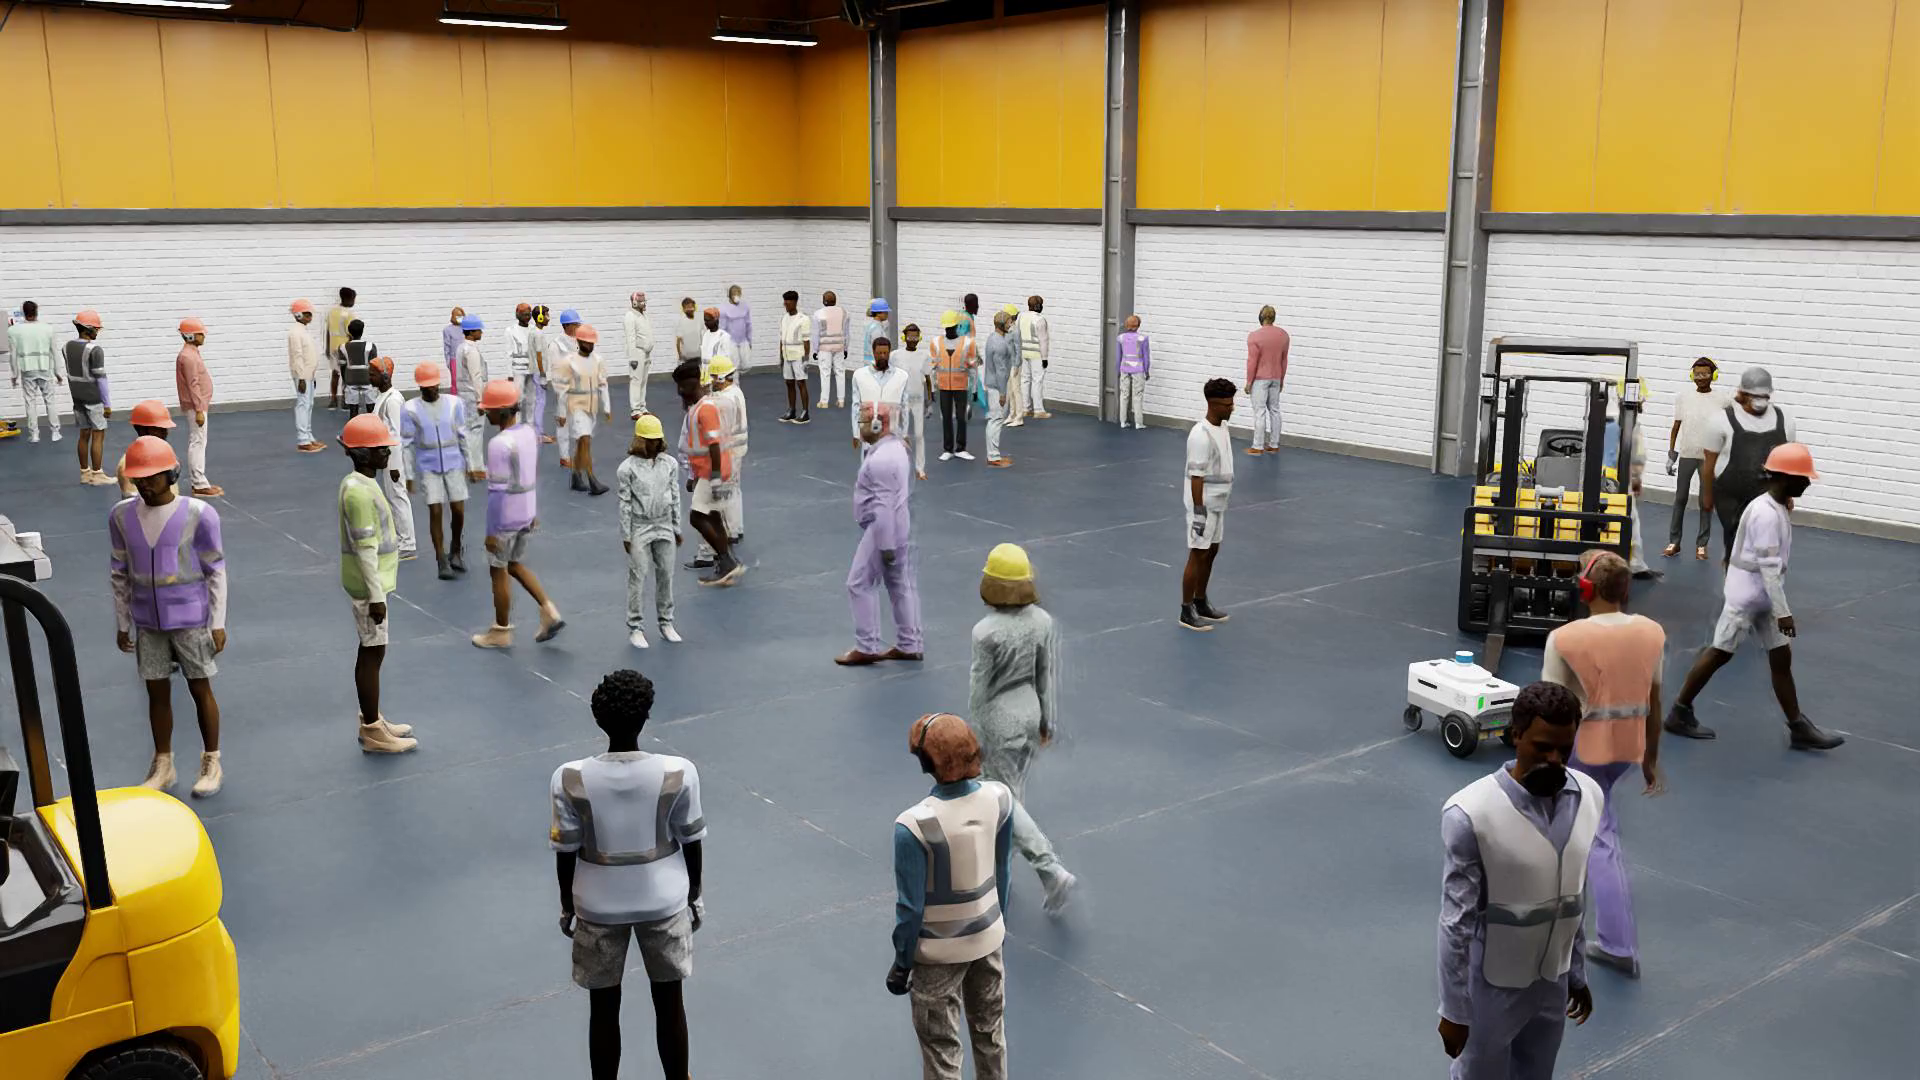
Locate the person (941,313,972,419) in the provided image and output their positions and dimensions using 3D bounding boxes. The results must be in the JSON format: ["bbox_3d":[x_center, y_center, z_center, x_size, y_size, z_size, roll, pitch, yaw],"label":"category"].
[{"bbox_3d":[-0.001,-2.574,24.684,0.526,1.614,0.658,-10,16,-41],"label":"person"}]

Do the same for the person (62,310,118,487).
[{"bbox_3d":[-9.972,-1.622,19.111,0.617,2.028,0.409,6,13,26],"label":"person"}]

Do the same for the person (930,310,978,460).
[{"bbox_3d":[-0.079,-1.933,20.903,0.611,1.911,0.459,3,12,14],"label":"person"}]

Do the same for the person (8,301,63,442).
[{"bbox_3d":[-12.552,-2.280,22.591,0.644,1.911,0.404,-6,13,-27],"label":"person"}]

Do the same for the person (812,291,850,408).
[{"bbox_3d":[-2.041,-2.997,26.190,0.626,1.846,0.429,-6,13,-26],"label":"person"}]

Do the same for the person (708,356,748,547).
[{"bbox_3d":[-2.228,-0.846,15.864,0.403,1.819,0.601,0,12,1],"label":"person"}]

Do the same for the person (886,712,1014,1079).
[{"bbox_3d":[-0.026,1.370,5.593,0.514,1.639,0.310,-11,16,-42],"label":"person"}]

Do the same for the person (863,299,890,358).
[{"bbox_3d":[-1.317,-2.883,25.904,0.489,1.736,0.351,-9,15,-38],"label":"person"}]

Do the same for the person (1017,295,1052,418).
[{"bbox_3d":[1.131,-2.756,25.028,0.429,1.844,0.622,-8,14,-34],"label":"person"}]

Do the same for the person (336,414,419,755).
[{"bbox_3d":[-3.503,0.261,9.966,0.381,2.045,0.605,-4,13,-21],"label":"person"}]

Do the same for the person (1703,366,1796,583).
[{"bbox_3d":[6.319,-0.449,13.402,0.685,2.000,0.886,0,12,2],"label":"person"}]

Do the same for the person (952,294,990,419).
[{"bbox_3d":[0.203,-2.735,24.851,0.965,1.872,0.598,-1,12,-3],"label":"person"}]

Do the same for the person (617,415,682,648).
[{"bbox_3d":[-2.278,-0.066,12.302,0.480,1.733,0.334,-9,15,-38],"label":"person"}]

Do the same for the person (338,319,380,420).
[{"bbox_3d":[-7.982,-2.087,22.152,0.533,1.697,0.318,-2,12,-8],"label":"person"}]

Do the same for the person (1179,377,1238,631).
[{"bbox_3d":[1.922,-0.283,12.815,0.390,1.956,0.611,6,13,25],"label":"person"}]

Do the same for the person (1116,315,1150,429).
[{"bbox_3d":[2.471,-2.402,23.837,0.518,1.632,0.313,7,14,31],"label":"person"}]

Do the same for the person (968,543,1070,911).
[{"bbox_3d":[0.274,0.871,7.817,0.491,1.721,0.741,-10,16,-41],"label":"person"}]

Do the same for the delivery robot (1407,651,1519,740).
[{"bbox_3d":[3.068,0.922,10.164,0.477,0.478,0.707,-5,13,-24],"label":"delivery robot"}]

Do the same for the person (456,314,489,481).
[{"bbox_3d":[-5.704,-1.670,19.528,0.391,1.948,0.605,-7,14,-30],"label":"person"}]

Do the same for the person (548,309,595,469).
[{"bbox_3d":[-4.769,-1.857,20.425,0.381,1.951,0.605,7,13,29],"label":"person"}]

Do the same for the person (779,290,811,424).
[{"bbox_3d":[-2.438,-2.690,24.437,0.609,1.957,0.378,11,16,42],"label":"person"}]

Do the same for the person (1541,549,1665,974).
[{"bbox_3d":[2.754,0.921,7.371,0.588,1.790,0.955,-4,12,-19],"label":"person"}]

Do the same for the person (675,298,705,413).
[{"bbox_3d":[-4.030,-2.753,25.109,0.539,1.805,1.009,-7,14,-30],"label":"person"}]

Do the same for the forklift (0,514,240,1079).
[{"bbox_3d":[-3.687,1.115,5.480,2.313,2.155,1.214,-9,15,-36],"label":"forklift"}]

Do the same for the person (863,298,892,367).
[{"bbox_3d":[-1.112,-2.298,22.556,0.393,1.949,0.602,-2,12,-8],"label":"person"}]

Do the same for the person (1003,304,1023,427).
[{"bbox_3d":[0.739,-2.524,24.091,0.329,1.767,0.528,-3,12,-15],"label":"person"}]

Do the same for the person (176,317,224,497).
[{"bbox_3d":[-8.468,-1.476,18.475,0.380,1.994,0.622,-6,13,-26],"label":"person"}]

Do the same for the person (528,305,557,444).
[{"bbox_3d":[-5.653,-2.231,22.451,0.331,1.863,0.508,-4,12,-17],"label":"person"}]

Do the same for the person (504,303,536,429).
[{"bbox_3d":[-5.921,-2.285,22.650,0.337,1.882,0.584,10,15,39],"label":"person"}]

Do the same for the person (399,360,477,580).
[{"bbox_3d":[-4.554,-0.628,14.558,0.639,1.916,0.605,-6,13,-25],"label":"person"}]

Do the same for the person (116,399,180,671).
[{"bbox_3d":[-5.613,-0.027,11.659,0.392,1.930,0.539,1,12,5],"label":"person"}]

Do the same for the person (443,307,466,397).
[{"bbox_3d":[-7.687,-2.769,25.619,0.491,1.625,0.284,-7,14,-30],"label":"person"}]

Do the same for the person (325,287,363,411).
[{"bbox_3d":[-9.623,-2.964,25.847,0.772,1.933,0.373,8,14,33],"label":"person"}]

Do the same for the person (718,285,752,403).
[{"bbox_3d":[-3.647,-3.163,26.826,0.666,1.911,0.535,-11,16,-42],"label":"person"}]

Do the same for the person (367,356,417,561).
[{"bbox_3d":[-5.200,-0.740,15.221,0.351,1.878,0.569,-5,13,-24],"label":"person"}]

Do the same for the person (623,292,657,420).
[{"bbox_3d":[-4.760,-2.740,24.794,0.409,1.907,0.648,2,12,8],"label":"person"}]

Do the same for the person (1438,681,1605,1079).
[{"bbox_3d":[1.680,1.339,5.072,0.597,1.914,0.370,-6,13,-28],"label":"person"}]

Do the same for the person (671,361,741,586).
[{"bbox_3d":[-2.190,-0.554,14.185,0.520,1.925,0.672,-2,12,-10],"label":"person"}]

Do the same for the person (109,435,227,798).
[{"bbox_3d":[-4.357,0.433,9.147,0.614,2.038,0.396,0,12,0],"label":"person"}]

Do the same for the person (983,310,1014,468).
[{"bbox_3d":[0.477,-1.854,20.476,0.368,1.932,0.622,-1,12,-7],"label":"person"}]

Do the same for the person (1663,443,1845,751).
[{"bbox_3d":[4.804,0.343,9.999,1.007,1.881,0.546,9,15,37],"label":"person"}]

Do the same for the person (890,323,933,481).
[{"bbox_3d":[-0.576,-1.604,19.435,0.514,1.861,0.339,-1,12,-7],"label":"person"}]

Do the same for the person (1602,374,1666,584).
[{"bbox_3d":[5.805,-0.526,14.357,0.800,1.800,0.627,6,13,28],"label":"person"}]

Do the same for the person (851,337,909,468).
[{"bbox_3d":[-0.803,-1.098,16.827,0.588,1.922,0.390,-2,12,-10],"label":"person"}]

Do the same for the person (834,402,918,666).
[{"bbox_3d":[-0.630,-0.042,11.824,0.725,1.884,0.651,2,12,10],"label":"person"}]

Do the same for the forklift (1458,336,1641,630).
[{"bbox_3d":[4.683,-0.471,13.136,1.214,2.155,2.313,4,12,20],"label":"forklift"}]

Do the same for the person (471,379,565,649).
[{"bbox_3d":[-3.271,-0.176,12.134,0.682,2.026,0.677,3,12,13],"label":"person"}]

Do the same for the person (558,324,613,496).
[{"bbox_3d":[-4.123,-1.444,18.554,0.893,1.894,0.538,9,15,38],"label":"person"}]

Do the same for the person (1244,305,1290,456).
[{"bbox_3d":[3.922,-2.045,21.363,0.631,1.940,0.372,-6,13,-27],"label":"person"}]

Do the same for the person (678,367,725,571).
[{"bbox_3d":[-2.306,-0.640,14.845,0.404,1.828,0.587,2,12,10],"label":"person"}]

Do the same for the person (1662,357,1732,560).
[{"bbox_3d":[6.773,-0.749,15.271,0.538,1.869,0.313,7,14,32],"label":"person"}]

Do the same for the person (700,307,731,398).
[{"bbox_3d":[-3.219,-2.118,21.871,0.361,1.879,0.583,-10,15,-41],"label":"person"}]

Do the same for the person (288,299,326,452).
[{"bbox_3d":[-8.547,-2.146,21.737,0.401,1.988,0.639,-2,12,-10],"label":"person"}]

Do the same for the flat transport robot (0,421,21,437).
[{"bbox_3d":[-13.798,-1.517,22.859,1.431,0.197,0.652,1,12,5],"label":"flat transport robot"}]

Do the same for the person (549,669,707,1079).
[{"bbox_3d":[-1.159,1.283,5.872,0.541,1.696,0.315,-2,12,-10],"label":"person"}]
